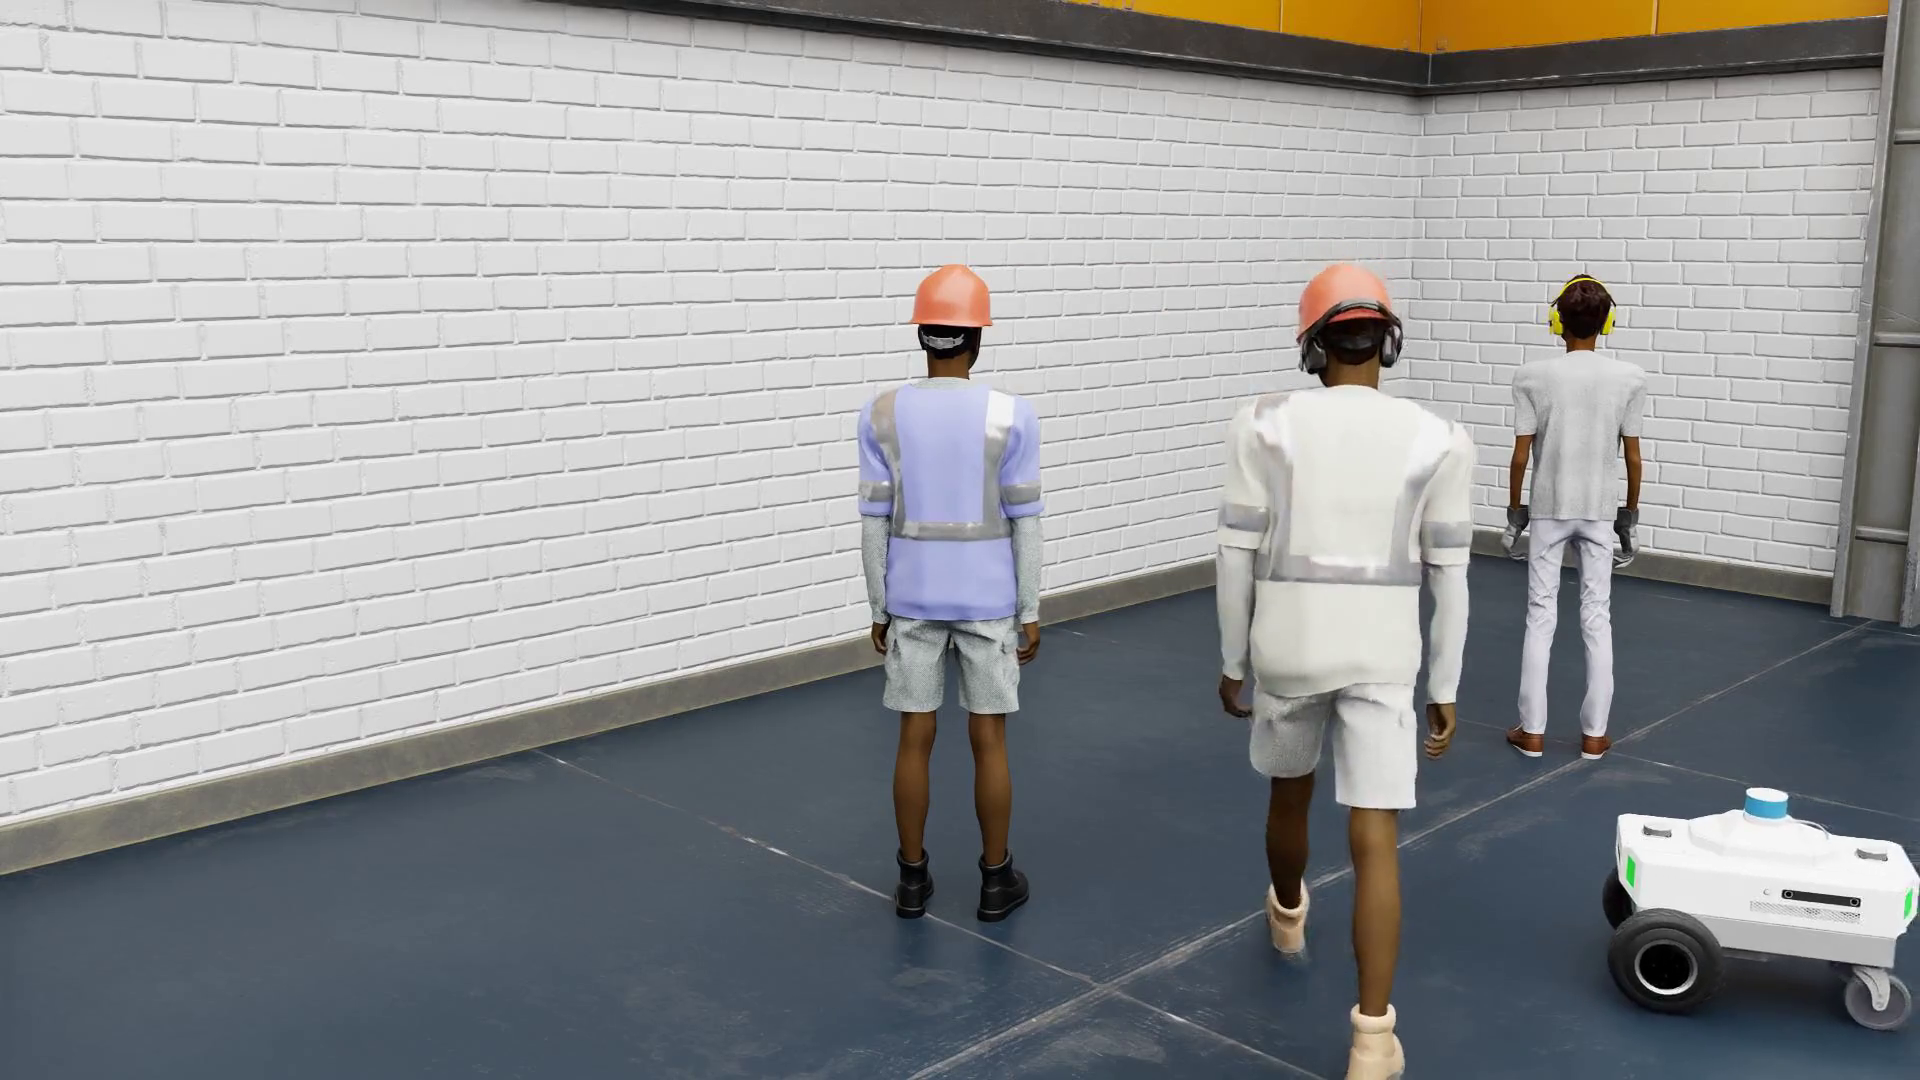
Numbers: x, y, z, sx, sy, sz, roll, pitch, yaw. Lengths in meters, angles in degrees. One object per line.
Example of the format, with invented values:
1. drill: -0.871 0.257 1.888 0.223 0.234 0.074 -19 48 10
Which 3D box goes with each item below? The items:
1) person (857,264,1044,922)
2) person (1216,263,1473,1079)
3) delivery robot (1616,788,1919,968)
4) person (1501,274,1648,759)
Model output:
1. person: -0.023 0.170 4.896 0.544 1.939 0.354 2 11 9
2. person: 0.958 0.294 4.231 0.620 1.938 1.144 2 11 11
3. delivery robot: 2.126 0.903 4.419 0.707 0.478 0.477 3 11 19
4. person: 2.367 -0.080 6.436 0.509 1.877 0.328 2 11 12
